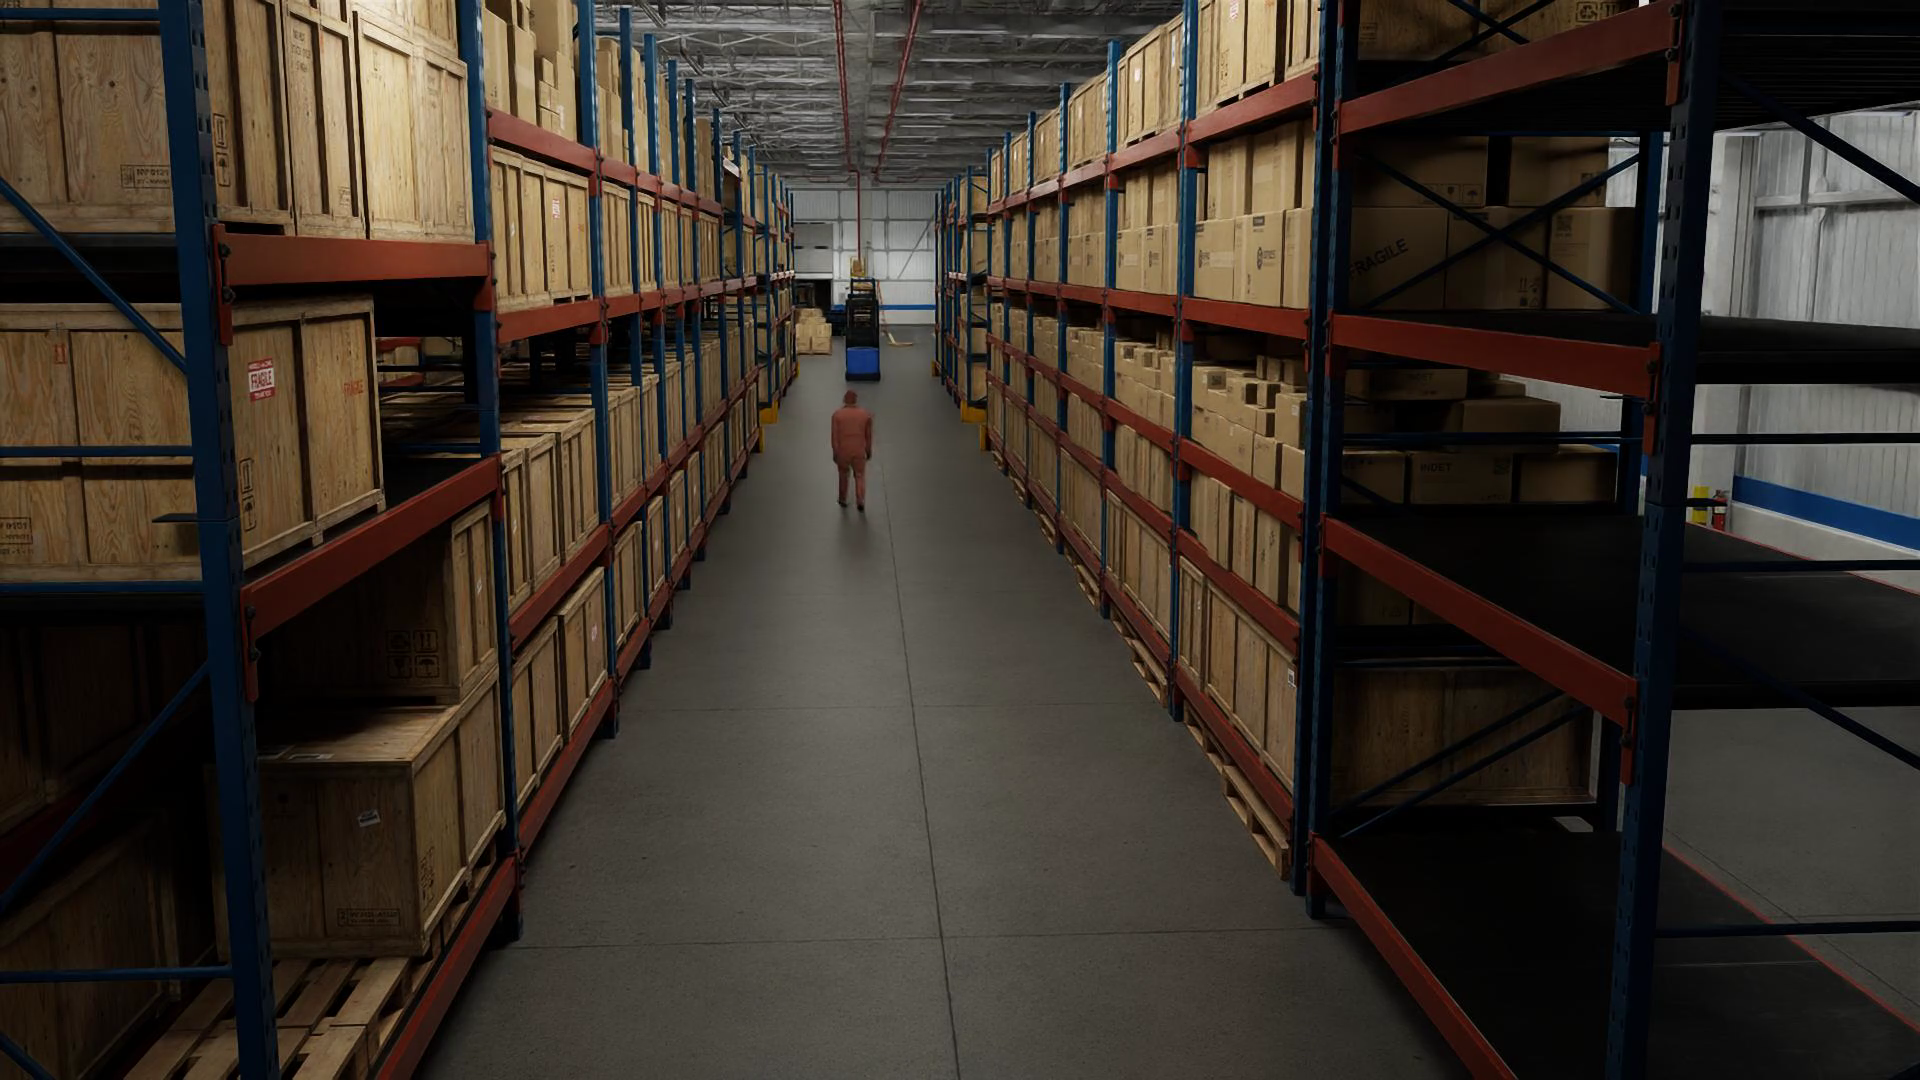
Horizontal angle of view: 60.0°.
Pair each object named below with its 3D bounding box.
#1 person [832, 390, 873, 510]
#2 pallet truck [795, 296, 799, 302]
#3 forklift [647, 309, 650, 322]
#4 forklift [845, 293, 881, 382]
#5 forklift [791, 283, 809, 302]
[{"bbox_3d":[-1.669,-1.396,25.874,0.660,1.862,0.988,-2,10,-14],"label":"person"},{"bbox_3d":[-8.622,-12.439,91.403,1.885,1.965,0.823,2,10,13],"label":"pallet truck"},{"bbox_3d":[-9.230,-5.946,49.986,1.873,2.768,1.129,-4,10,-22],"label":"forklift"},{"bbox_3d":[-3.133,-6.515,53.387,1.129,2.768,1.873,-1,10,-4],"label":"forklift"},{"bbox_3d":[-7.724,-10.941,79.820,1.129,2.768,1.873,-3,10,-20],"label":"forklift"}]
